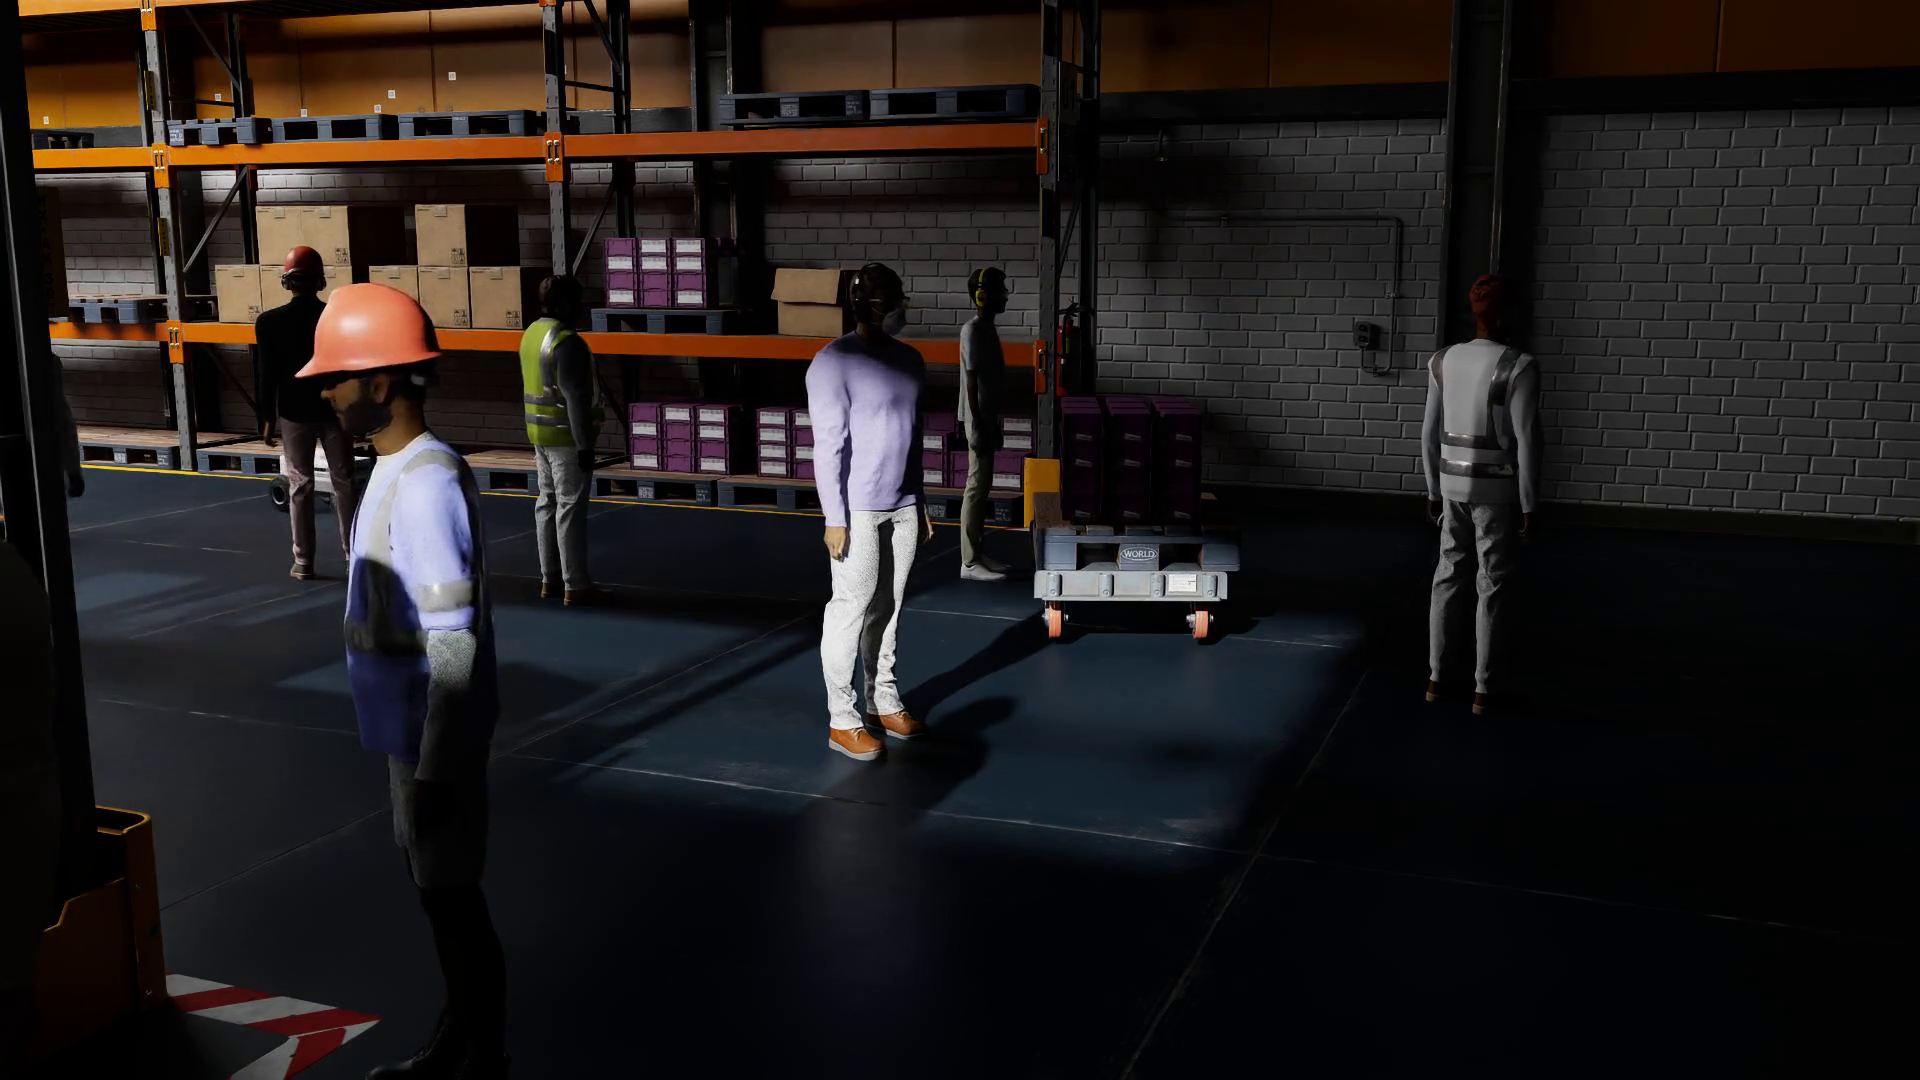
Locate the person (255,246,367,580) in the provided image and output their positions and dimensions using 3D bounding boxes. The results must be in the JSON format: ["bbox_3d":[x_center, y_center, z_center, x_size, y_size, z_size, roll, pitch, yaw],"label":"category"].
[{"bbox_3d":[-3.877,-0.757,10.000,0.608,1.996,0.380,-5,11,-25],"label":"person"}]

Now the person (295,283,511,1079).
[{"bbox_3d":[-1.214,0.408,3.681,0.374,1.933,0.550,-5,11,-24],"label":"person"}]

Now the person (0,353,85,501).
[{"bbox_3d":[-4.772,-0.409,8.554,0.617,1.815,0.638,2,10,13],"label":"person"}]

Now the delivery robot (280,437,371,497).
[{"bbox_3d":[-4.761,-0.529,12.483,0.707,0.478,0.477,6,12,30],"label":"delivery robot"}]

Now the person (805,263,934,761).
[{"bbox_3d":[-0.333,-0.118,6.602,0.372,1.940,0.627,7,12,35],"label":"person"}]

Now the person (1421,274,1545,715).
[{"bbox_3d":[2.255,-0.193,7.170,0.342,1.882,0.586,-7,12,-33],"label":"person"}]

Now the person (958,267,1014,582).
[{"bbox_3d":[0.159,-0.696,10.008,0.328,1.873,0.520,2,10,11],"label":"person"}]

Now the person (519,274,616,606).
[{"bbox_3d":[-2.203,-0.557,9.318,0.429,1.844,0.625,-8,13,-37],"label":"person"}]

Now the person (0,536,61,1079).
[{"bbox_3d":[-1.655,0.619,2.515,0.627,1.934,0.370,2,10,9],"label":"person"}]
